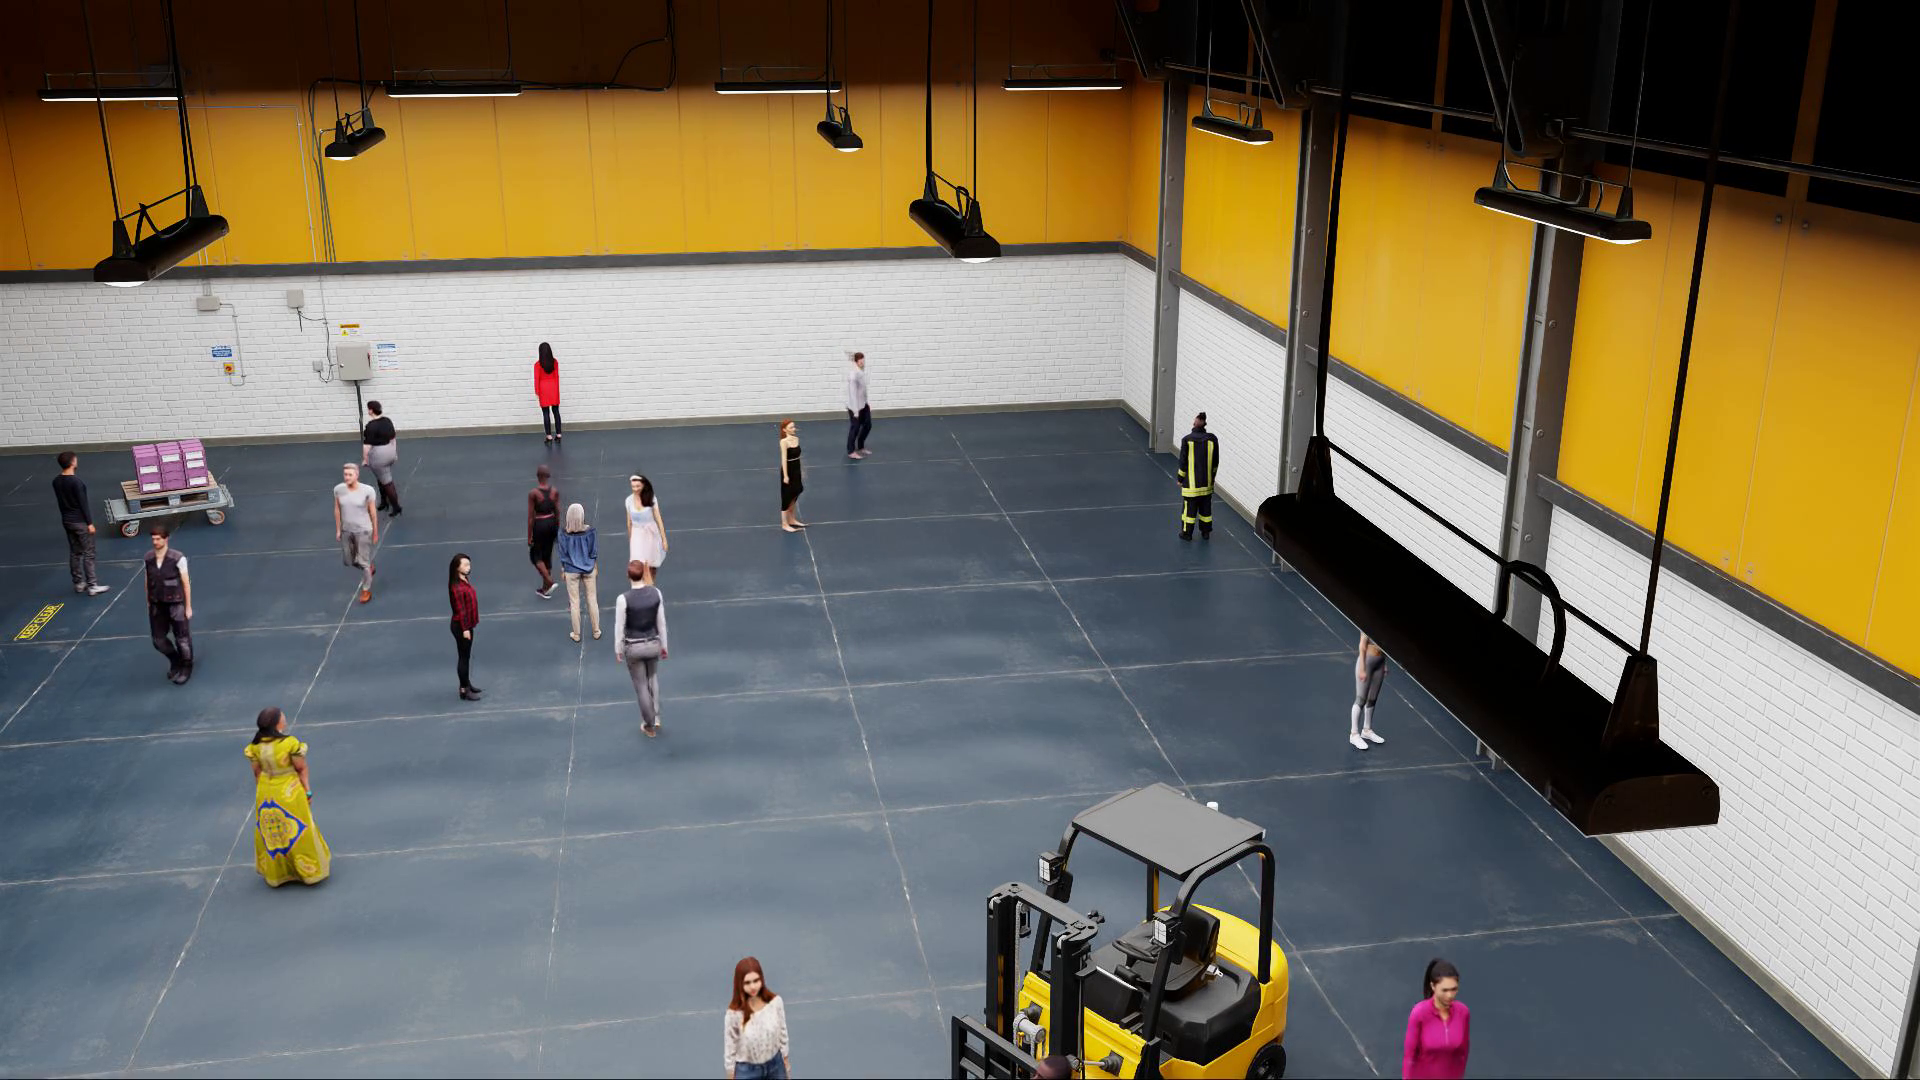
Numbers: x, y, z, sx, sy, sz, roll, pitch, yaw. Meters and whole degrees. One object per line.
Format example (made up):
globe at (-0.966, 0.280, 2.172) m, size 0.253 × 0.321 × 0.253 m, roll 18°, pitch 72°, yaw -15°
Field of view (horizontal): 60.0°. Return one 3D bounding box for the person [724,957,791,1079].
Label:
person at (-1.322, 3.418, 10.734) m, size 0.698 × 1.718 × 0.833 m, roll -9°, pitch 20°, yaw -24°

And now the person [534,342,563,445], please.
person at (-6.982, -2.503, 28.271) m, size 0.707 × 1.748 × 0.740 m, roll -14°, pitch 23°, yaw -35°

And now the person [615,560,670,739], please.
person at (-3.240, 1.146, 17.155) m, size 0.767 × 1.927 × 0.741 m, roll -11°, pitch 21°, yaw -29°

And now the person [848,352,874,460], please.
person at (-1.697, -2.212, 27.313) m, size 0.893 × 1.807 × 0.825 m, roll 6°, pitch 20°, yaw 18°

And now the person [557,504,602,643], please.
person at (-4.524, 0.376, 19.799) m, size 0.659 × 1.697 × 0.624 m, roll -7°, pitch 20°, yaw -20°

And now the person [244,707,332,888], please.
person at (-5.851, 2.221, 14.385) m, size 0.923 × 1.658 × 0.864 m, roll 1°, pitch 19°, yaw 3°

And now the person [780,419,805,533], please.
person at (-2.439, -0.952, 23.858) m, size 0.736 × 1.624 × 0.660 m, roll 9°, pitch 21°, yaw 25°

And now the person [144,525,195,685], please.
person at (-8.820, 0.688, 18.644) m, size 0.725 × 1.844 × 0.702 m, roll 1°, pitch 19°, yaw 2°

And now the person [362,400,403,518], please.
person at (-8.368, -1.169, 24.325) m, size 0.892 × 1.737 × 0.851 m, roll 5°, pitch 19°, yaw 15°

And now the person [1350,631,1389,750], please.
person at (4.214, 1.291, 17.075) m, size 0.650 × 1.704 × 0.677 m, roll -13°, pitch 23°, yaw -34°

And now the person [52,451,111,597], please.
person at (-11.314, -0.215, 21.294) m, size 0.722 × 1.864 × 0.742 m, roll 8°, pitch 20°, yaw 22°

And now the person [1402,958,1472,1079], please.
person at (3.016, 3.431, 10.748) m, size 0.565 × 1.685 × 0.840 m, roll -3°, pitch 19°, yaw -8°

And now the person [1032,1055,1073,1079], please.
person at (0.534, 3.748, 9.564) m, size 0.786 × 1.839 × 0.566 m, roll -7°, pitch 20°, yaw -21°

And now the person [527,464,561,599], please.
person at (-5.215, -0.070, 21.061) m, size 0.827 × 1.737 × 0.902 m, roll -17°, pitch 25°, yaw -41°

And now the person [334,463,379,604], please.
person at (-7.617, -0.134, 21.131) m, size 0.852 × 1.814 × 0.964 m, roll 2°, pitch 19°, yaw 5°

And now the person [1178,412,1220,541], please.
person at (3.334, -0.912, 23.368) m, size 0.758 × 1.861 × 0.680 m, roll -4°, pitch 19°, yaw -12°

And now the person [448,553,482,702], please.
person at (-5.449, 0.941, 18.190) m, size 0.642 × 1.654 × 0.445 m, roll -3°, pitch 19°, yaw -8°

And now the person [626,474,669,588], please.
person at (-3.904, 0.031, 20.721) m, size 0.749 × 1.764 × 1.221 m, roll -1°, pitch 19°, yaw -4°
